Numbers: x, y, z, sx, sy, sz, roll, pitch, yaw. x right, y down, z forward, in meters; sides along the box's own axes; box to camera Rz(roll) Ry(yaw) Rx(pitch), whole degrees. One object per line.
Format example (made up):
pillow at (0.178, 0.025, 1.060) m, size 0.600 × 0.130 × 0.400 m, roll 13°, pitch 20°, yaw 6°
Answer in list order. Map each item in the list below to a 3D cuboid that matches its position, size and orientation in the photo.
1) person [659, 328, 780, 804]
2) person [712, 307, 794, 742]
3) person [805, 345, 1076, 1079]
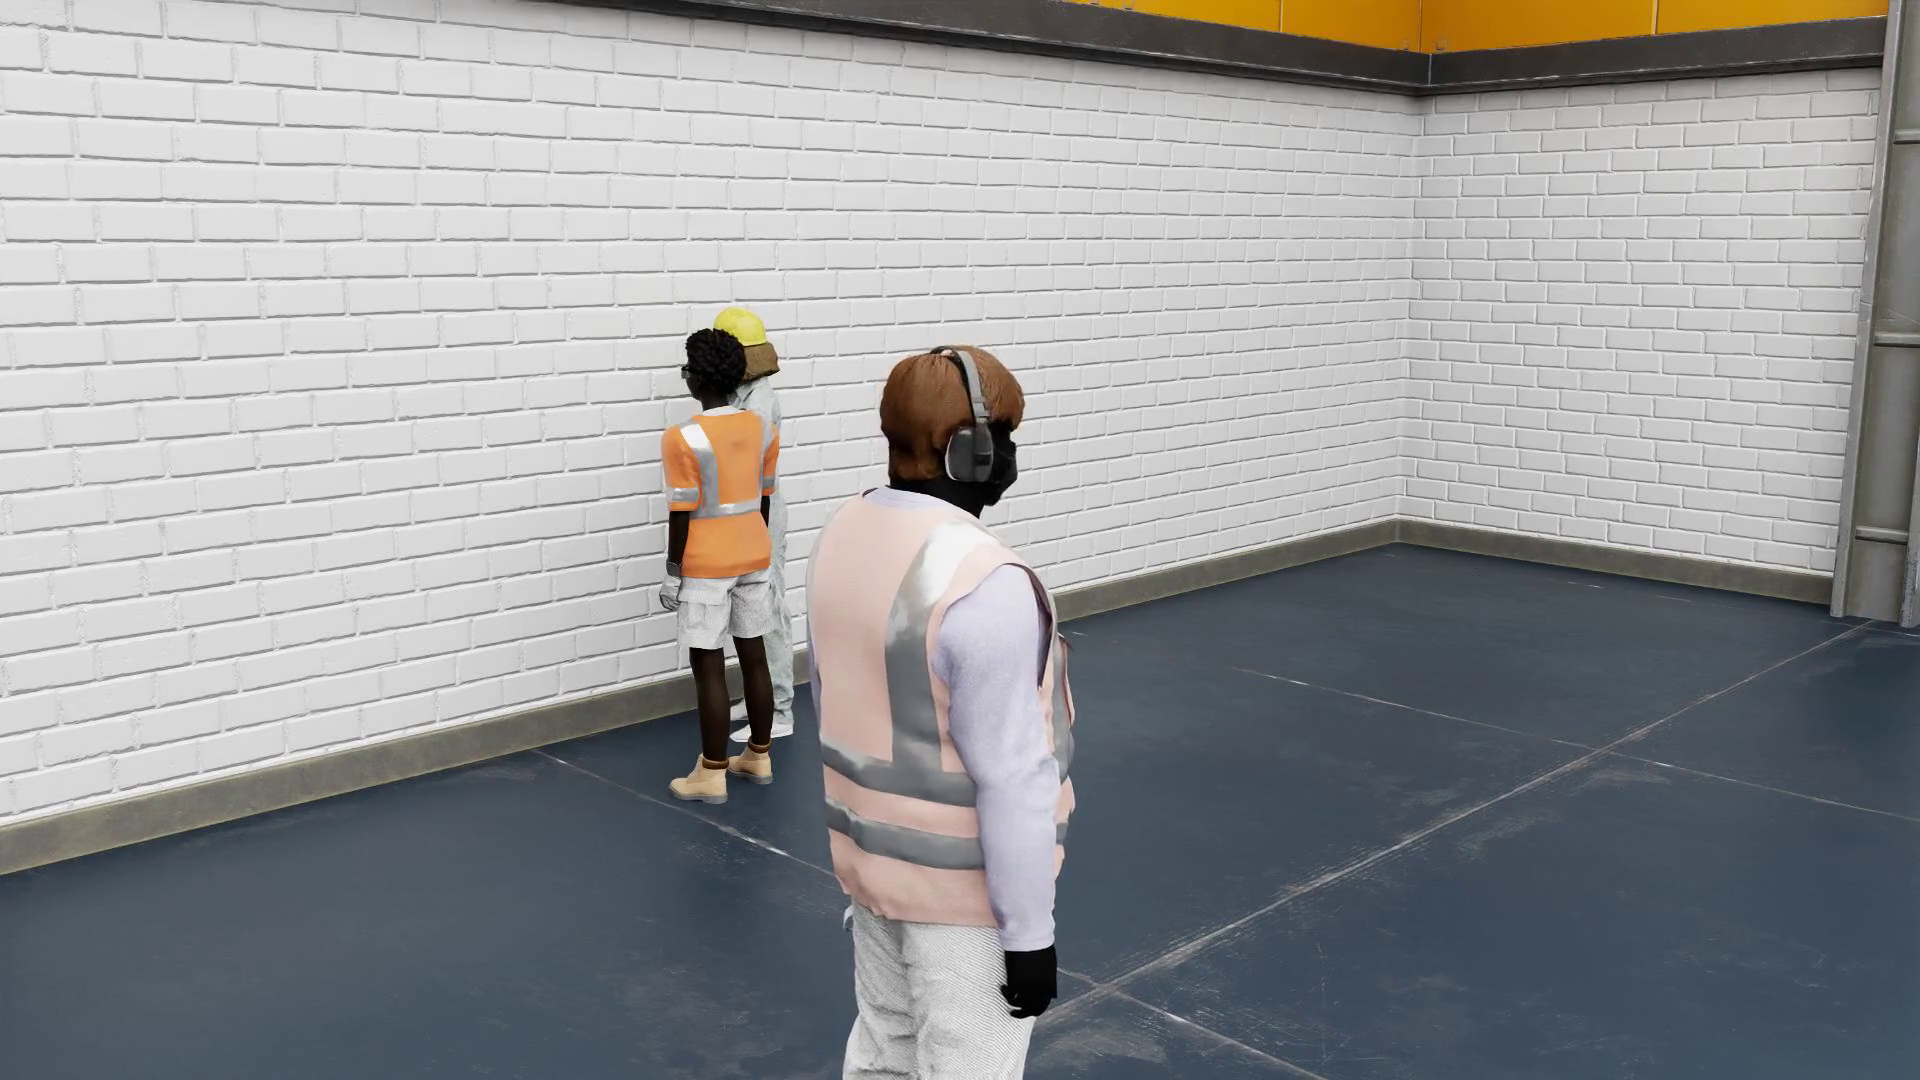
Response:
person at (-0.864, 0.093, 5.972) m, size 0.318 × 1.700 × 0.535 m, roll 7°, pitch 13°, yaw 35°
person at (-0.850, -0.060, 6.691) m, size 0.313 × 1.741 × 0.487 m, roll -3°, pitch 11°, yaw -15°
person at (-0.015, 0.585, 2.901) m, size 0.429 × 1.841 × 0.633 m, roll -6°, pitch 12°, yaw -30°
